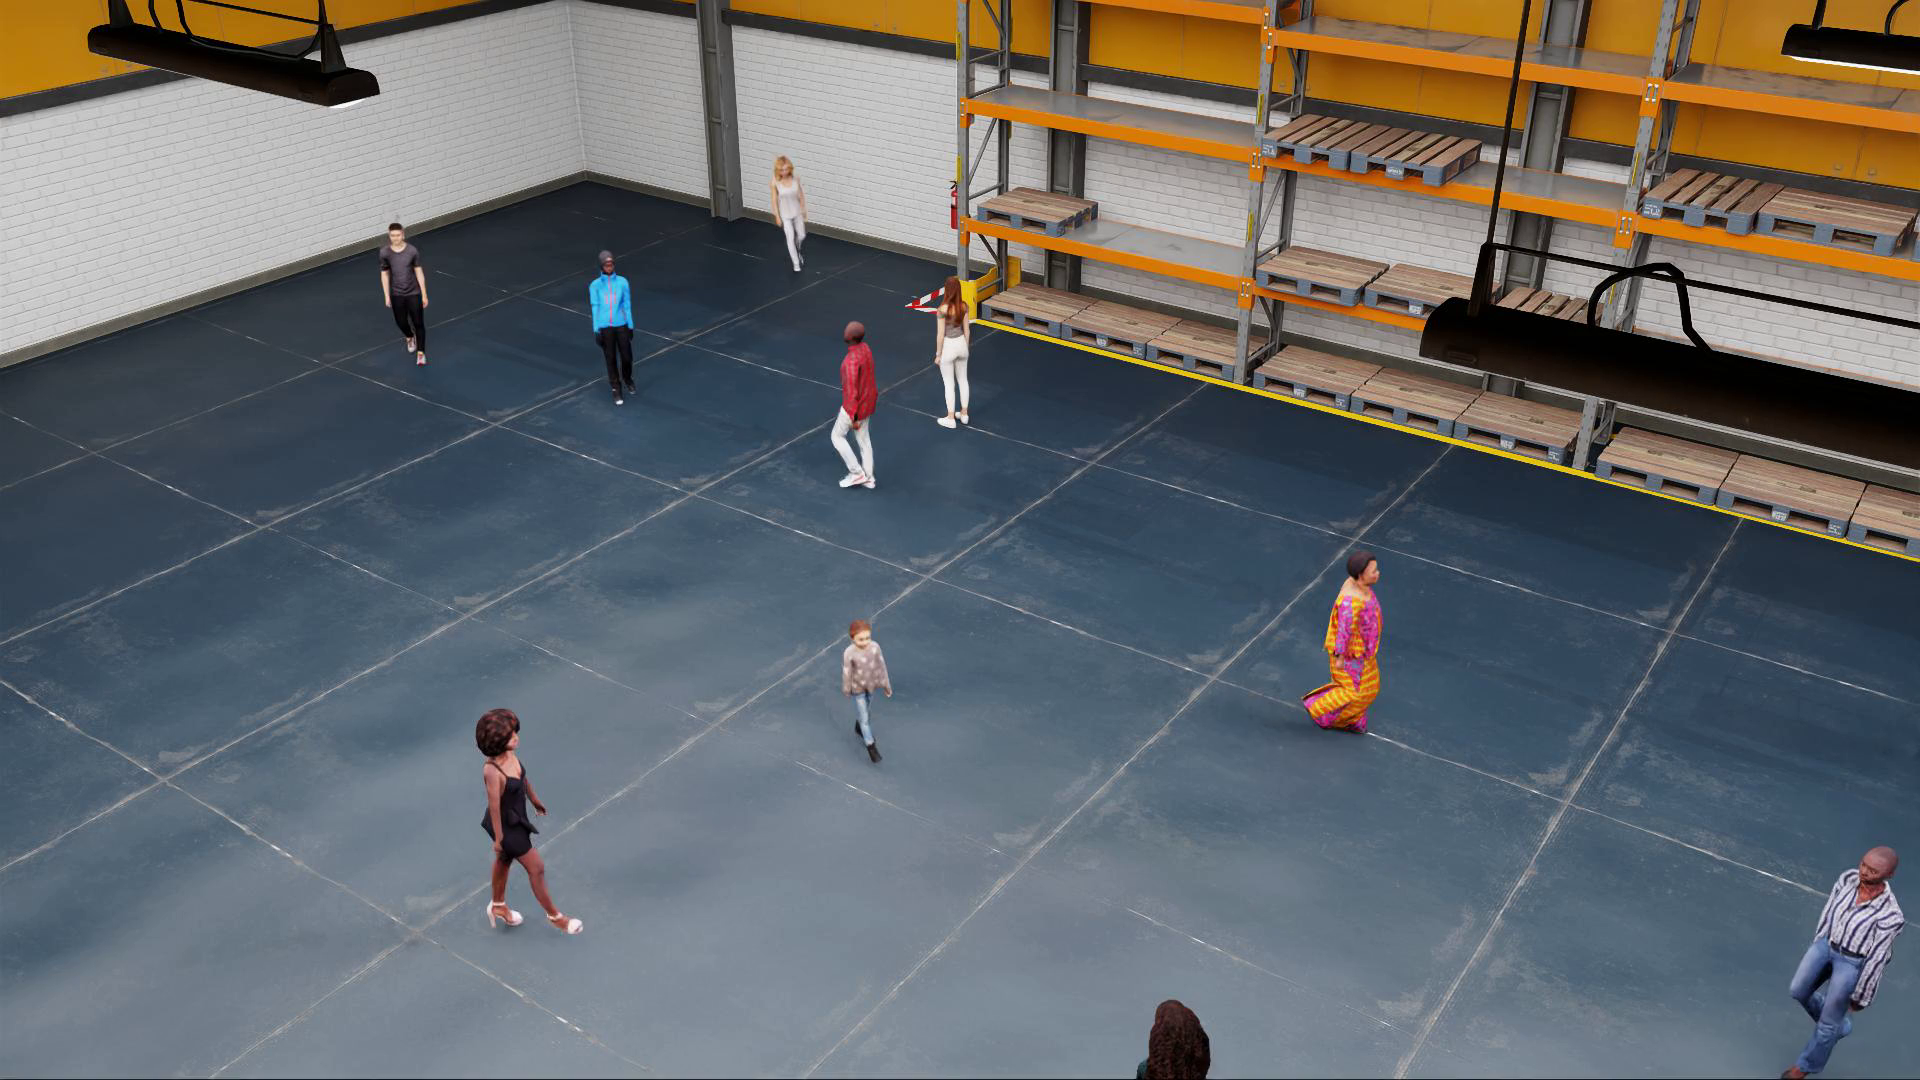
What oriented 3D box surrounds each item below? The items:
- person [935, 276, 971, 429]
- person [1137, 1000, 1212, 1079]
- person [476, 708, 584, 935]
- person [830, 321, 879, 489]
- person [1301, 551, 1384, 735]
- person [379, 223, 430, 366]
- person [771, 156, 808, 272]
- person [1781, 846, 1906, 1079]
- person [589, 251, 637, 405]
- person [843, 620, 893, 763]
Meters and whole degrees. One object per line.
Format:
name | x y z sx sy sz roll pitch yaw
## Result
person | -0.071 -2.071 18.289 0.652 1.724 0.640 -18 33 -29
person | 1.152 3.172 8.829 0.880 1.579 1.137 -16 33 -27
person | -3.064 1.888 10.988 0.972 1.766 0.875 -3 29 -5
person | -0.962 -1.360 16.895 0.699 1.811 0.702 13 31 23
person | 3.034 0.811 13.074 0.908 1.659 0.774 9 30 16
person | -6.614 -2.978 19.926 0.864 1.748 0.925 -6 29 -11
person | -2.349 -4.516 22.856 0.840 1.642 0.906 -15 32 -25
person | 5.290 2.505 9.840 0.891 1.782 0.830 -8 30 -14
person | -3.962 -2.447 18.912 0.766 1.788 0.825 -8 30 -15
person | -0.764 1.116 13.032 0.710 1.164 0.876 -14 32 -24
